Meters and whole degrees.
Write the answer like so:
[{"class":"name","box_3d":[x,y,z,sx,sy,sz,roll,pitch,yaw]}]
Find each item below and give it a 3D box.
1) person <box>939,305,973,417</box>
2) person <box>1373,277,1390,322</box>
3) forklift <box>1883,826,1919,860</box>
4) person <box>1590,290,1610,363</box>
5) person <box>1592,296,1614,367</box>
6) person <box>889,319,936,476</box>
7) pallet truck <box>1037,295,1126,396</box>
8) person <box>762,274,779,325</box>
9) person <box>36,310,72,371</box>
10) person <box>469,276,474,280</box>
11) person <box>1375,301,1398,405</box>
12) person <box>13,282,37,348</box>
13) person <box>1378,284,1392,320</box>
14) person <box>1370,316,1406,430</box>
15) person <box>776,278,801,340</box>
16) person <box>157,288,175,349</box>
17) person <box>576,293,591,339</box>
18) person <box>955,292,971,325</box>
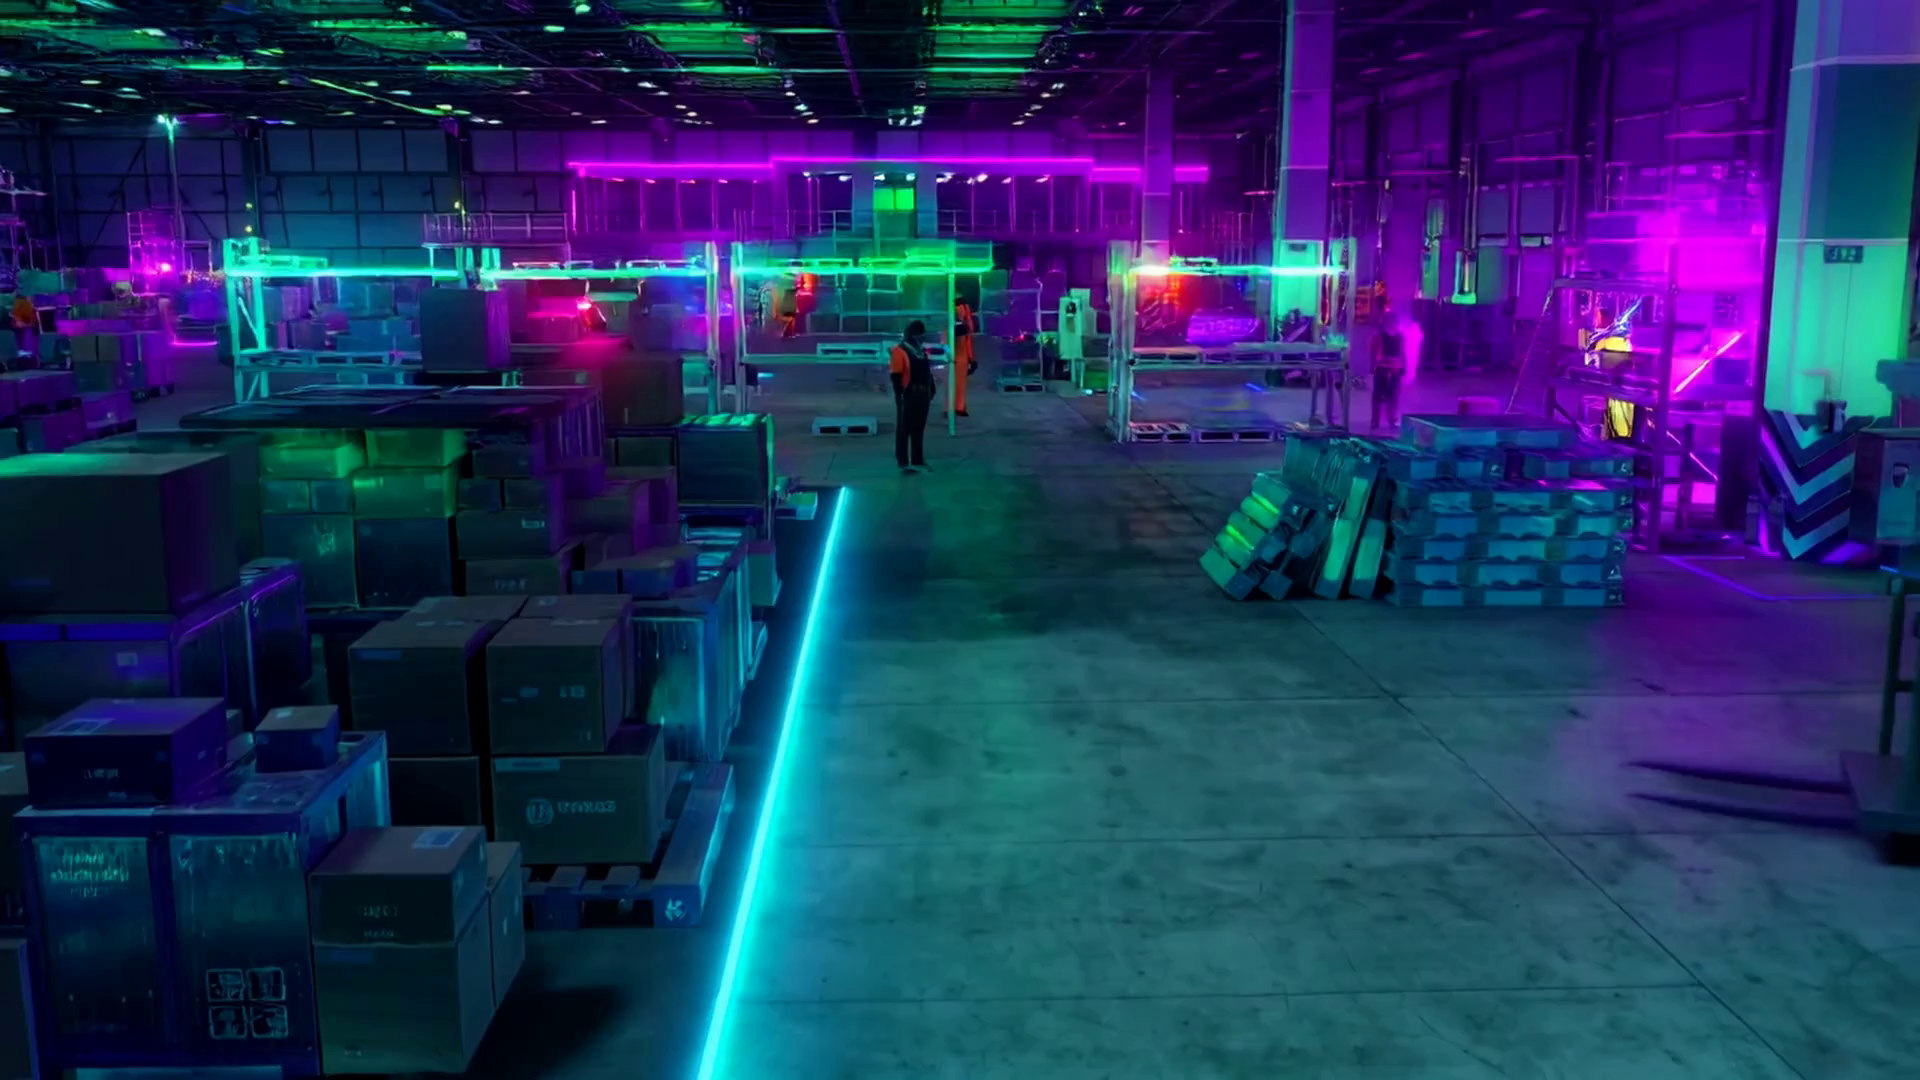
[{"class":"person","box_3d":[-0.065,-3.119,29.001,0.627,1.933,0.371,-5,11,-26]},{"class":"person","box_3d":[14.650,-8.251,57.888,0.636,1.823,0.597,0,10,-1]},{"class":"forklift","box_3d":[5.611,0.165,8.060,1.873,2.768,1.129,4,11,22]},{"class":"person","box_3d":[16.010,-5.381,41.428,0.383,1.991,0.622,-2,10,-9]},{"class":"person","box_3d":[14.327,-4.498,36.975,0.546,1.836,0.641,0,10,3]},{"class":"person","box_3d":[-0.569,-1.860,21.683,0.535,2.000,0.674,7,12,35]},{"class":"pallet truck","box_3d":[2.483,-3.881,33.060,1.885,1.965,0.823,-7,13,-36]},{"class":"person","box_3d":[-6.912,-8.747,60.584,0.812,1.857,0.588,7,12,33]},{"class":"person","box_3d":[-14.334,-2.652,26.305,0.607,1.966,0.367,2,10,12]},{"class":"person","box_3d":[-16.211,-7.852,55.454,0.621,1.896,0.587,4,11,21]},{"class":"person","box_3d":[8.012,-3.502,31.144,0.590,1.927,0.367,-8,13,-39]},{"class":"person","box_3d":[-25.909,-6.184,46.093,0.644,1.923,0.567,8,13,38]},{"class":"person","box_3d":[11.448,-5.954,44.911,0.409,1.899,0.774,6,12,29]},{"class":"person","box_3d":[6.936,-2.695,26.910,0.620,1.837,0.429,-2,10,-11]},{"class":"person","box_3d":[-5.352,-7.190,51.792,0.811,1.905,0.536,3,11,15]},{"class":"person","box_3d":[-22.535,-6.280,47.153,0.414,1.725,0.513,3,11,19]},{"class":"person","box_3d":[-7.956,-4.253,35.291,0.351,1.942,0.547,-4,11,-21]},{"class":"person","box_3d":[-0.009,-5.056,40.101,0.588,1.831,1.011,-2,10,-12]}]
